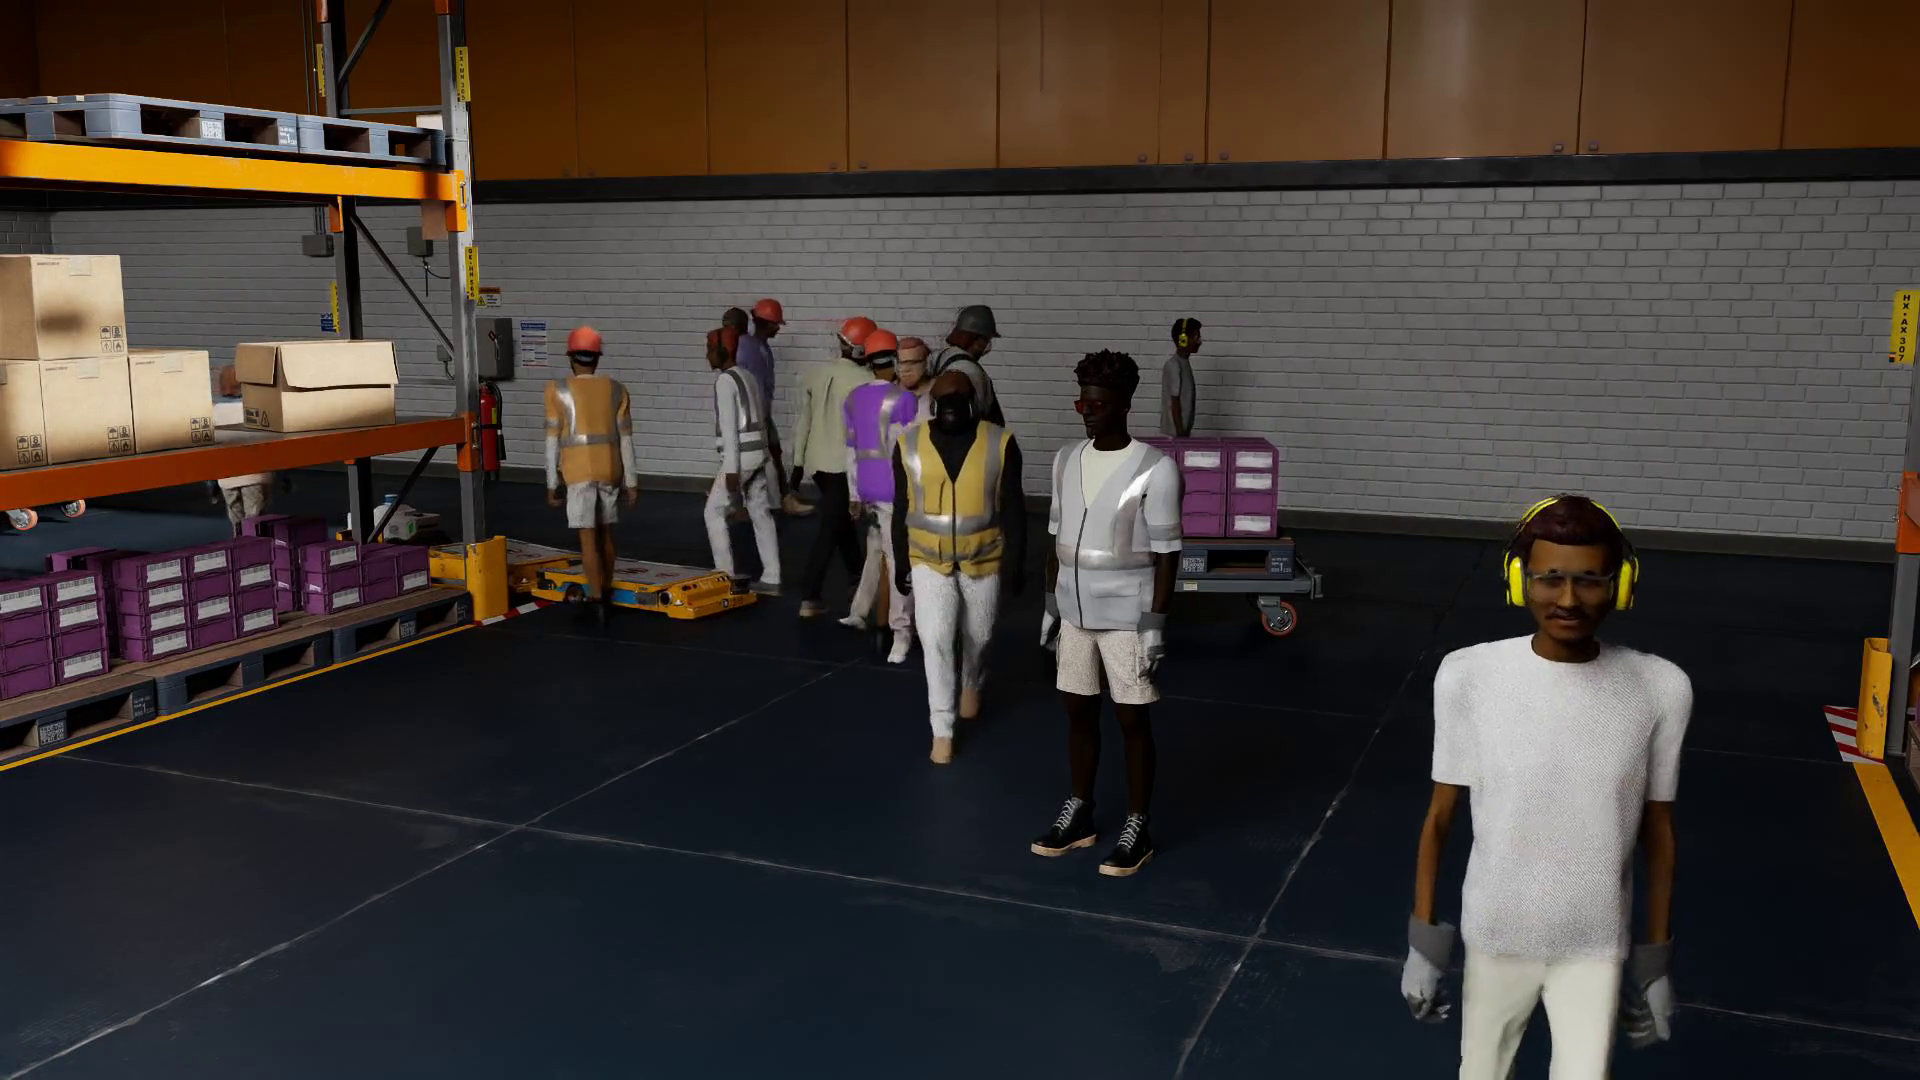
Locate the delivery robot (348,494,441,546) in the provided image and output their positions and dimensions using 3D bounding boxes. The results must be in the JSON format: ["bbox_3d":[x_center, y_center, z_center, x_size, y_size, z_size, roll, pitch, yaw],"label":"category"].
[{"bbox_3d":[-4.240,-0.100,12.456,0.707,0.478,0.477,5,11,28],"label":"delivery robot"}]

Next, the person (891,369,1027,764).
[{"bbox_3d":[-0.004,0.078,7.922,0.646,1.810,0.885,0,9,2],"label":"person"}]

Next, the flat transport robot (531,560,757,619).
[{"bbox_3d":[-2.124,0.307,11.131,1.431,0.197,0.652,6,11,31],"label":"flat transport robot"}]

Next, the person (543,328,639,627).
[{"bbox_3d":[-2.350,-0.402,10.637,0.573,1.874,0.717,-5,11,-30],"label":"person"}]

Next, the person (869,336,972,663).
[{"bbox_3d":[-0.223,-0.269,9.808,0.664,1.881,0.895,2,9,9],"label":"person"}]

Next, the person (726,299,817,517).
[{"bbox_3d":[-1.840,-1.170,14.957,1.011,1.982,0.689,1,9,5],"label":"person"}]

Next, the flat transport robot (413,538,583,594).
[{"bbox_3d":[-3.314,0.166,11.983,1.431,0.197,0.652,9,13,42],"label":"flat transport robot"}]

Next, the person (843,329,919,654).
[{"bbox_3d":[-0.376,-0.283,9.802,0.534,1.901,0.605,-7,12,-38],"label":"person"}]

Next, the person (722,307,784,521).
[{"bbox_3d":[-1.843,-1.098,14.691,0.512,1.905,0.682,1,9,8],"label":"person"}]

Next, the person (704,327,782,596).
[{"bbox_3d":[-1.536,-0.518,11.370,0.653,1.852,0.603,2,10,13],"label":"person"}]

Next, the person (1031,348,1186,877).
[{"bbox_3d":[0.547,0.266,6.252,0.605,1.966,0.367,9,13,42],"label":"person"}]

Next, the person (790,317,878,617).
[{"bbox_3d":[-0.741,-0.491,10.942,0.668,1.925,0.986,9,13,42],"label":"person"}]

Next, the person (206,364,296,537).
[{"bbox_3d":[-4.825,-0.383,11.260,0.526,1.612,0.671,1,9,8],"label":"person"}]

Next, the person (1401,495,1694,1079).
[{"bbox_3d":[1.187,0.804,3.397,0.537,1.841,0.889,3,10,16],"label":"person"}]

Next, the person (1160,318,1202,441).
[{"bbox_3d":[1.748,-0.816,13.126,0.326,1.865,0.527,3,10,16],"label":"person"}]

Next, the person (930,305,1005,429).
[{"bbox_3d":[0.045,-0.606,11.316,0.544,2.000,0.710,-3,10,-17],"label":"person"}]

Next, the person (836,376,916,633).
[{"bbox_3d":[-0.400,-0.208,10.254,0.516,1.595,0.855,6,11,33],"label":"person"}]
